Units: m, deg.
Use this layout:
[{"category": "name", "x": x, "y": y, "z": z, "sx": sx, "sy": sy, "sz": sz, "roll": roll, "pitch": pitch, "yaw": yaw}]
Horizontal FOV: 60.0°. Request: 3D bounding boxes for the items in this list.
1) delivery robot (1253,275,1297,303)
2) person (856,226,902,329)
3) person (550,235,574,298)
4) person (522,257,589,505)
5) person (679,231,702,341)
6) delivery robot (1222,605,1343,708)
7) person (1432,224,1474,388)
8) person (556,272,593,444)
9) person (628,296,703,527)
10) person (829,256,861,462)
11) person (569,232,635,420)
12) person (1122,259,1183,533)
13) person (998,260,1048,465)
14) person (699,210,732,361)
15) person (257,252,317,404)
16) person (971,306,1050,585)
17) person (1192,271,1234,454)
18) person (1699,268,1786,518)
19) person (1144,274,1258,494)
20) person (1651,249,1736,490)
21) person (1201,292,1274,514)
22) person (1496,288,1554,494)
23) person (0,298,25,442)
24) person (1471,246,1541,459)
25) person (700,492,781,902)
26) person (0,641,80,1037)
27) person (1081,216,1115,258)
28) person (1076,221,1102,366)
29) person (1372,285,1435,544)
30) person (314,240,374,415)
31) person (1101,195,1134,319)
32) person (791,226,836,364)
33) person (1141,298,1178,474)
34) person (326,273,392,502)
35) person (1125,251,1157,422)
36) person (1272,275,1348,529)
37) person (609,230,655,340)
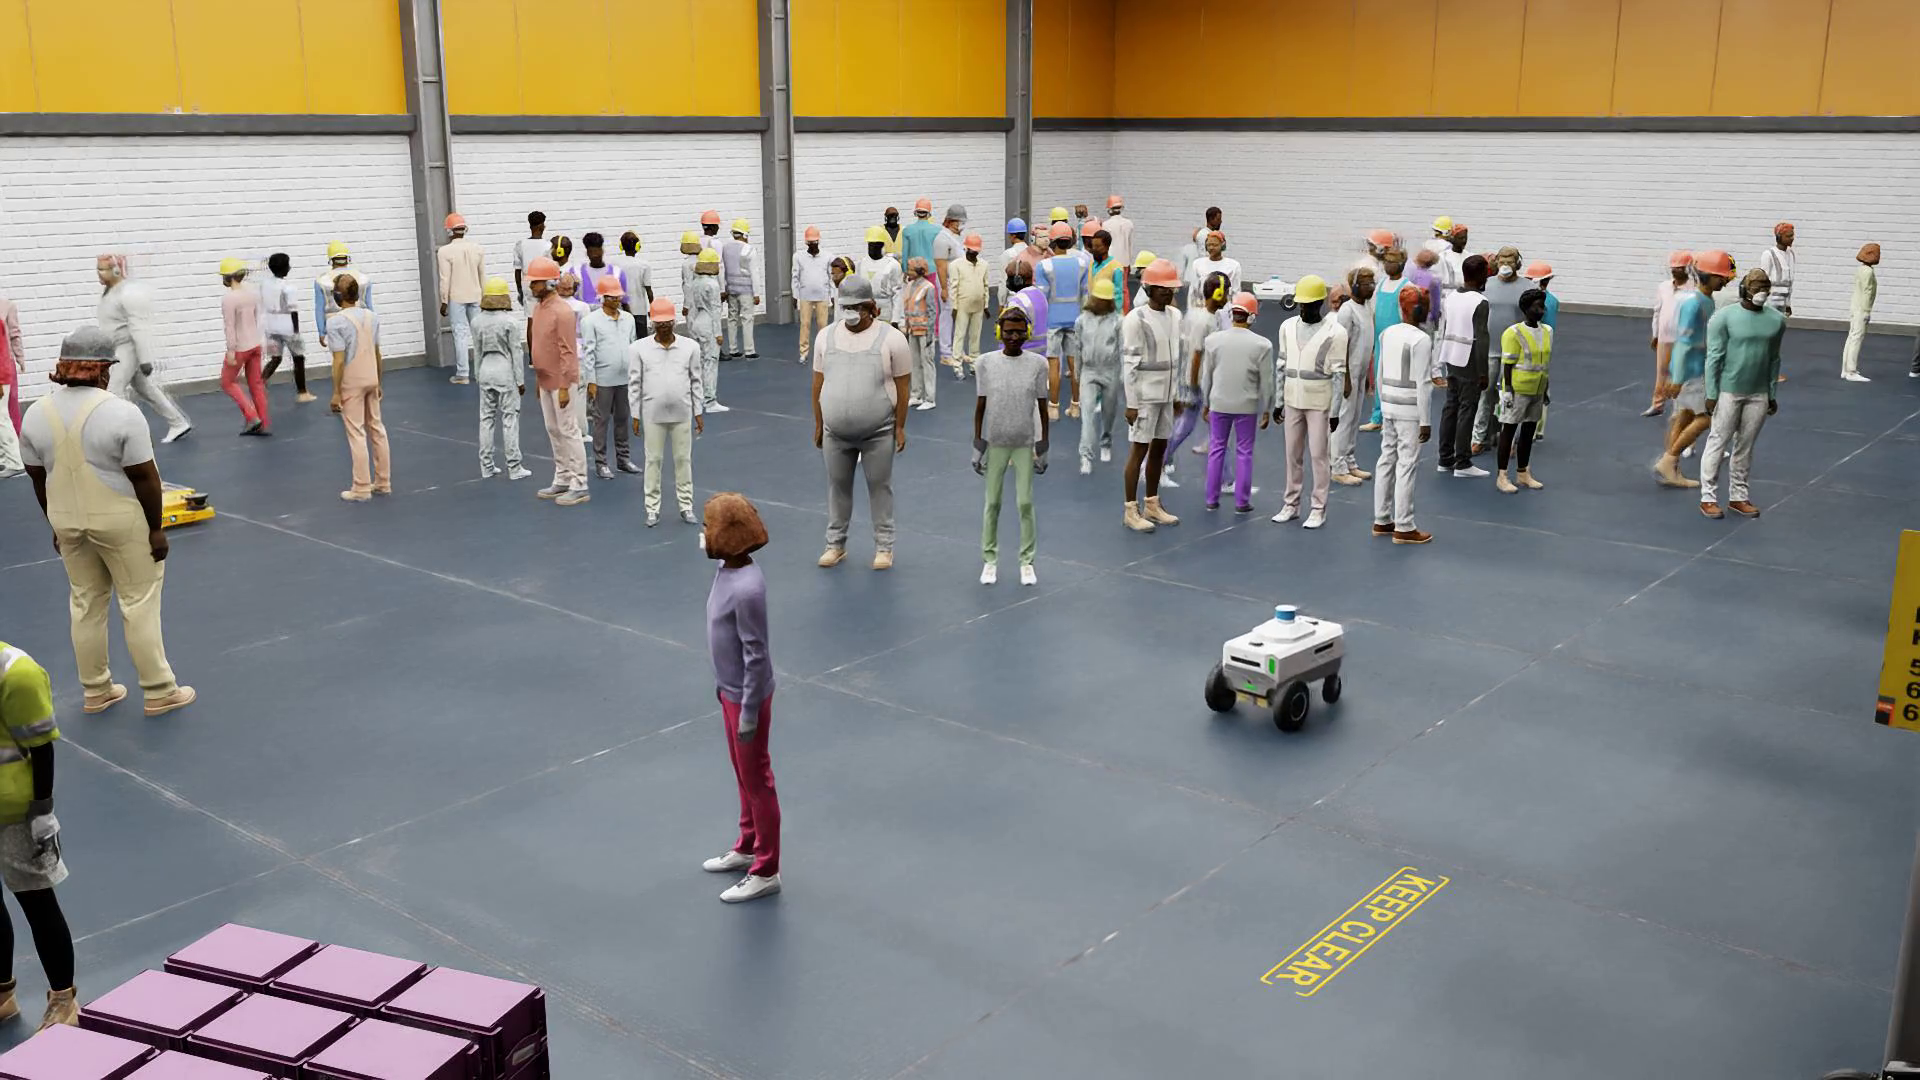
[{"category": "delivery robot", "x": 5.196, "y": -4.130, "z": 27.498, "sx": 0.707, "sy": 0.478, "sz": 0.477, "roll": 2, "pitch": 14, "yaw": 6}, {"category": "person", "x": -0.918, "y": -2.485, "z": 18.330, "sx": 0.588, "sy": 1.930, "sz": 0.364, "roll": 7, "pitch": 16, "yaw": 27}, {"category": "person", "x": -4.186, "y": -2.294, "z": 17.688, "sx": 0.313, "sy": 1.869, "sz": 0.538, "roll": -1, "pitch": 14, "yaw": -3}, {"category": "person", "x": -3.283, "y": -1.281, "z": 13.403, "sx": 0.403, "sy": 1.987, "sz": 0.617, "roll": -11, "pitch": 18, "yaw": -36}, {"category": "person", "x": -3.273, "y": -2.899, "z": 20.363, "sx": 0.296, "sy": 1.744, "sz": 0.487, "roll": 4, "pitch": 15, "yaw": 15}, {"category": "delivery robot", "x": 1.687, "y": 0.583, "z": 8.666, "sx": 0.477, "sy": 0.478, "sz": 0.707, "roll": 13, "pitch": 19, "yaw": 42}, {"category": "person", "x": 5.744, "y": -2.722, "z": 19.366, "sx": 0.586, "sy": 1.882, "sz": 0.343, "roll": -7, "pitch": 16, "yaw": -27}, {"category": "person", "x": -3.734, "y": -1.739, "z": 15.959, "sx": 0.516, "sy": 1.633, "sz": 0.317, "roll": 6, "pitch": 15, "yaw": 23}, {"category": "person", "x": -2.227, "y": -0.974, "z": 12.647, "sx": 0.572, "sy": 1.750, "sz": 0.330, "roll": -4, "pitch": 15, "yaw": -17}, {"category": "person", "x": -1.014, "y": -1.630, "z": 15.076, "sx": 0.347, "sy": 1.853, "sz": 0.531, "roll": -10, "pitch": 17, "yaw": -33}, {"category": "person", "x": -3.717, "y": -2.196, "z": 17.158, "sx": 0.677, "sy": 1.945, "sz": 0.429, "roll": 0, "pitch": 14, "yaw": -2}, {"category": "person", "x": 1.479, "y": -1.082, "z": 12.494, "sx": 0.389, "sy": 2.041, "sz": 0.614, "roll": 14, "pitch": 19, "yaw": 43}, {"category": "person", "x": 0.551, "y": -1.584, "z": 14.935, "sx": 0.429, "sy": 1.837, "sz": 0.630, "roll": 7, "pitch": 16, "yaw": 26}, {"category": "person", "x": -3.208, "y": -3.278, "z": 21.483, "sx": 0.552, "sy": 1.935, "sz": 0.373, "roll": 12, "pitch": 18, "yaw": 40}, {"category": "person", "x": -7.373, "y": -2.274, "z": 18.004, "sx": 0.536, "sy": 1.672, "sz": 0.697, "roll": 5, "pitch": 15, "yaw": 18}, {"category": "person", "x": 0.336, "y": -0.619, "z": 11.020, "sx": 0.517, "sy": 1.860, "sz": 0.322, "roll": 1, "pitch": 14, "yaw": 4}, {"category": "person", "x": 2.368, "y": -1.639, "z": 15.420, "sx": 0.319, "sy": 1.696, "sz": 0.532, "roll": 10, "pitch": 17, "yaw": 34}, {"category": "person", "x": 6.069, "y": -1.133, "z": 12.911, "sx": 0.630, "sy": 1.940, "sz": 0.373, "roll": -2, "pitch": 14, "yaw": -10}, {"category": "person", "x": 1.992, "y": -1.297, "z": 13.815, "sx": 0.926, "sy": 1.823, "sz": 0.506, "roll": 1, "pitch": 14, "yaw": 5}, {"category": "person", "x": 6.142, "y": -1.400, "z": 13.824, "sx": 0.484, "sy": 2.018, "sz": 0.598, "roll": 7, "pitch": 16, "yaw": 28}, {"category": "person", "x": 2.178, "y": -1.074, "z": 13.074, "sx": 0.578, "sy": 1.738, "sz": 0.354, "roll": 6, "pitch": 15, "yaw": 21}, {"category": "person", "x": 4.704, "y": -1.241, "z": 13.830, "sx": 0.535, "sy": 1.697, "sz": 0.318, "roll": -8, "pitch": 16, "yaw": -28}, {"category": "person", "x": -8.930, "y": -1.656, "z": 15.365, "sx": 0.526, "sy": 1.760, "sz": 0.340, "roll": -12, "pitch": 18, "yaw": -40}, {"category": "person", "x": 4.959, "y": -1.715, "z": 15.236, "sx": 0.635, "sy": 1.939, "sz": 0.366, "roll": 6, "pitch": 15, "yaw": 22}, {"category": "person", "x": -0.871, "y": 0.612, "z": 6.550, "sx": 0.284, "sy": 1.634, "sz": 0.498, "roll": -4, "pitch": 15, "yaw": -17}, {"category": "person", "x": -3.155, "y": 0.869, "z": 5.395, "sx": 0.540, "sy": 1.697, "sz": 0.317, "roll": 4, "pitch": 15, "yaw": 15}, {"category": "person", "x": 1.636, "y": -3.036, "z": 20.580, "sx": 0.404, "sy": 1.906, "sz": 0.652, "roll": -6, "pitch": 15, "yaw": -23}, {"category": "person", "x": 1.468, "y": -2.667, "z": 19.045, "sx": 0.360, "sy": 1.937, "sz": 0.542, "roll": 1, "pitch": 14, "yaw": 2}, {"category": "person", "x": 3.255, "y": -0.914, "z": 12.147, "sx": 0.355, "sy": 1.883, "sz": 0.575, "roll": -5, "pitch": 15, "yaw": -19}, {"category": "person", "x": -6.486, "y": -2.234, "z": 17.555, "sx": 0.591, "sy": 1.824, "sz": 0.405, "roll": -9, "pitch": 17, "yaw": -32}, {"category": "person", "x": 2.286, "y": -4.078, "z": 24.567, "sx": 0.617, "sy": 1.990, "sz": 0.393, "roll": -10, "pitch": 17, "yaw": -34}, {"category": "person", "x": -1.865, "y": -3.125, "z": 21.246, "sx": 0.573, "sy": 1.749, "sz": 0.342, "roll": -2, "pitch": 14, "yaw": -6}, {"category": "person", "x": 1.746, "y": -1.392, "z": 14.563, "sx": 0.267, "sy": 1.632, "sz": 0.509, "roll": -3, "pitch": 14, "yaw": -10}, {"category": "person", "x": -4.892, "y": -1.230, "z": 13.486, "sx": 0.345, "sy": 1.845, "sz": 0.505, "roll": 7, "pitch": 16, "yaw": 26}, {"category": "person", "x": 1.873, "y": -2.032, "z": 16.851, "sx": 0.312, "sy": 1.768, "sz": 0.530, "roll": -3, "pitch": 14, "yaw": -10}, {"category": "person", "x": 2.633, "y": -1.046, "z": 12.608, "sx": 0.585, "sy": 1.918, "sz": 0.393, "roll": 14, "pitch": 19, "yaw": 43}, {"category": "person", "x": -3.632, "y": -2.494, "z": 18.479, "sx": 0.533, "sy": 1.874, "sz": 0.310, "roll": 2, "pitch": 14, "yaw": 6}]
